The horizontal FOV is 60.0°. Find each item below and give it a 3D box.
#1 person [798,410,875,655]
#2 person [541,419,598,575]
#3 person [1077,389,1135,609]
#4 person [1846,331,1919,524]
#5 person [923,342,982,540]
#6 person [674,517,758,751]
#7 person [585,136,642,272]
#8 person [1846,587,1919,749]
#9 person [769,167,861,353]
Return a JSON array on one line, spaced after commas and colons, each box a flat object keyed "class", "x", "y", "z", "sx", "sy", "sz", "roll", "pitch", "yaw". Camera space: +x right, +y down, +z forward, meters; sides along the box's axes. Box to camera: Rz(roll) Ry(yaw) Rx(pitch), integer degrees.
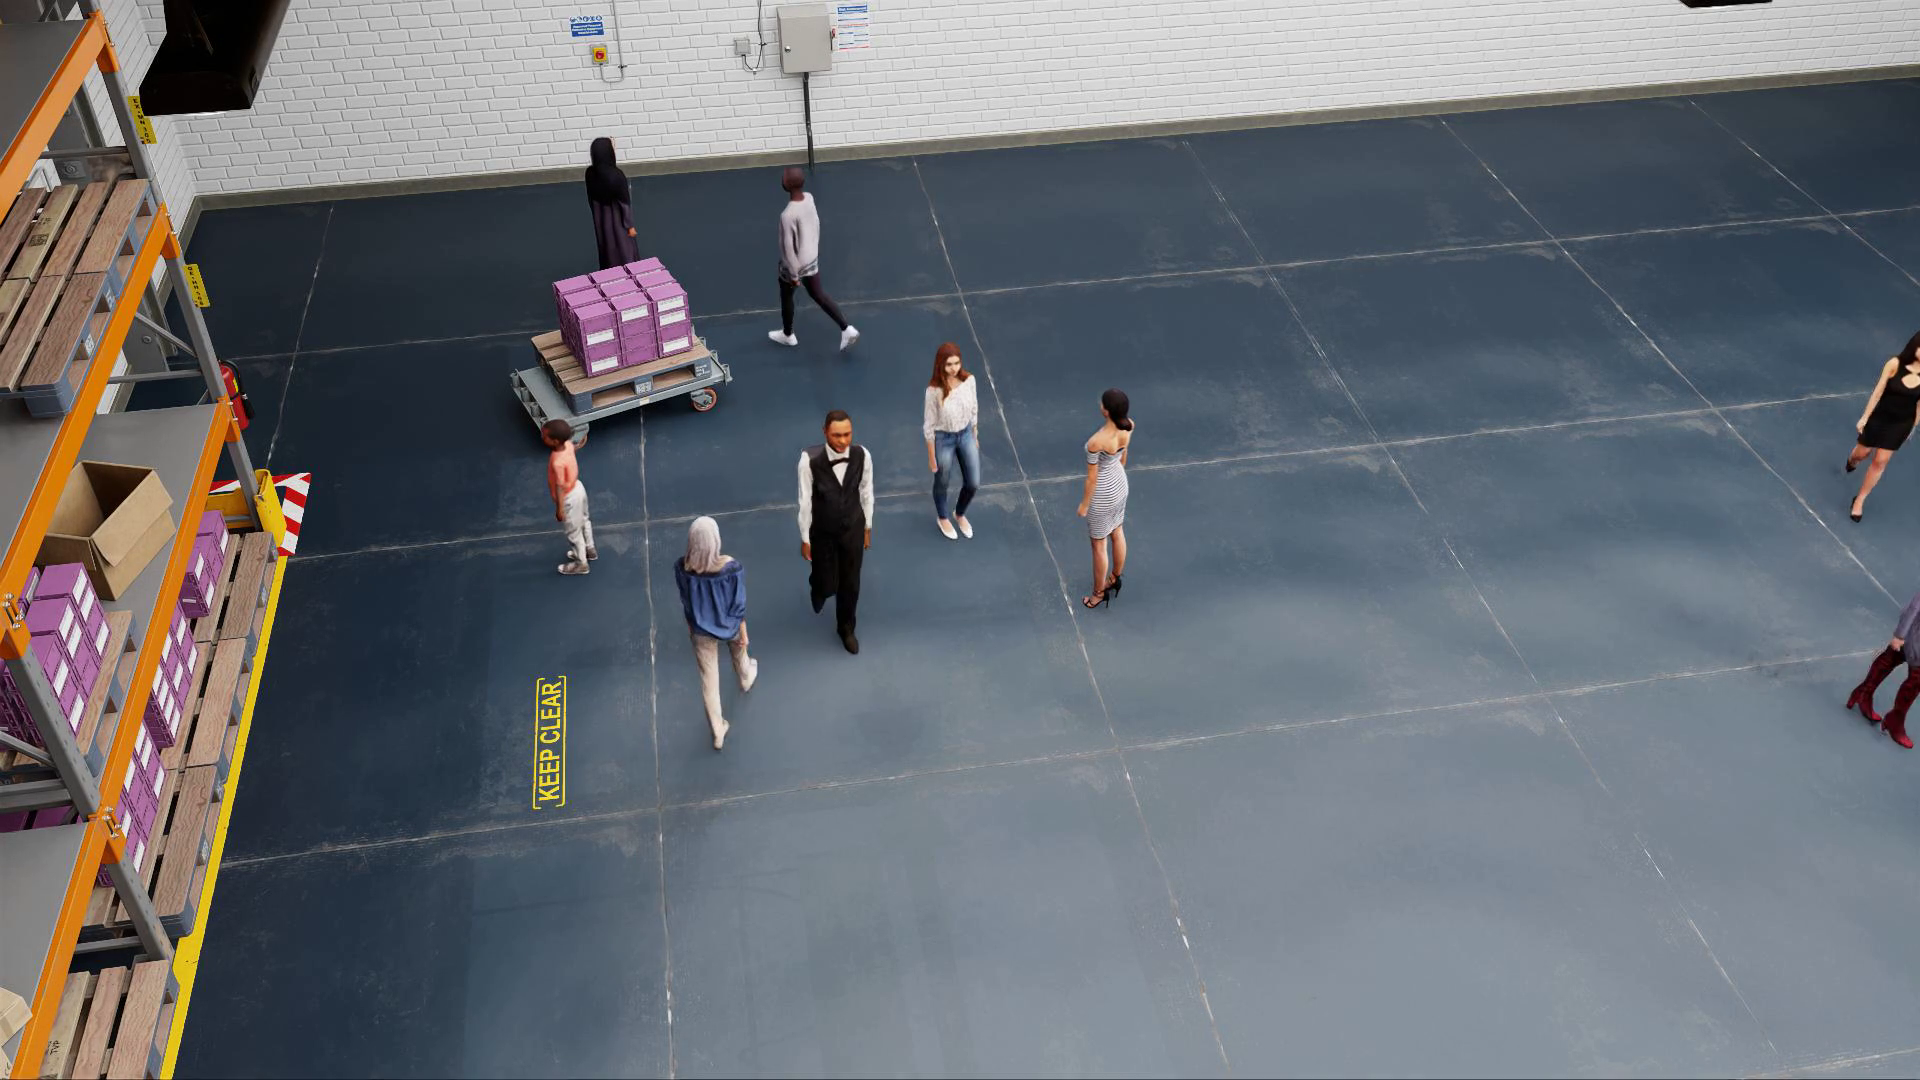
[{"class": "person", "x": -0.867, "y": -0.125, "z": 11.321, "sx": 0.755, "sy": 1.903, "sz": 0.935, "roll": -11, "pitch": 40, "yaw": -14}, {"class": "person", "x": -2.818, "y": -0.330, "z": 12.054, "sx": 0.602, "sy": 1.309, "sz": 0.495, "roll": 4, "pitch": 39, "yaw": 5}, {"class": "person", "x": 1.033, "y": -0.287, "z": 11.588, "sx": 0.718, "sy": 1.822, "sz": 0.678, "roll": 29, "pitch": 47, "yaw": 31}, {"class": "person", "x": 6.983, "y": -0.926, "z": 12.540, "sx": 0.804, "sy": 1.633, "sz": 0.936, "roll": 13, "pitch": 41, "yaw": 16}, {"class": "person", "x": -0.096, "y": -0.770, "z": 12.277, "sx": 0.676, "sy": 1.718, "sz": 0.685, "roll": -15, "pitch": 41, "yaw": -18}, {"class": "person", "x": -1.561, "y": 0.631, "z": 10.568, "sx": 0.788, "sy": 1.661, "sz": 1.078, "roll": 3, "pitch": 39, "yaw": 4}, {"class": "person", "x": -3.134, "y": -2.890, "z": 15.014, "sx": 0.713, "sy": 1.615, "sz": 0.768, "roll": 21, "pitch": 43, "yaw": 24}, {"class": "person", "x": 6.082, "y": 0.517, "z": 10.685, "sx": 0.783, "sy": 1.693, "sz": 0.855, "roll": -27, "pitch": 46, "yaw": -30}, {"class": "person", "x": -1.282, "y": -2.370, "z": 14.258, "sx": 1.130, "sy": 1.747, "sz": 1.120, "roll": 20, "pitch": 43, "yaw": 23}]
